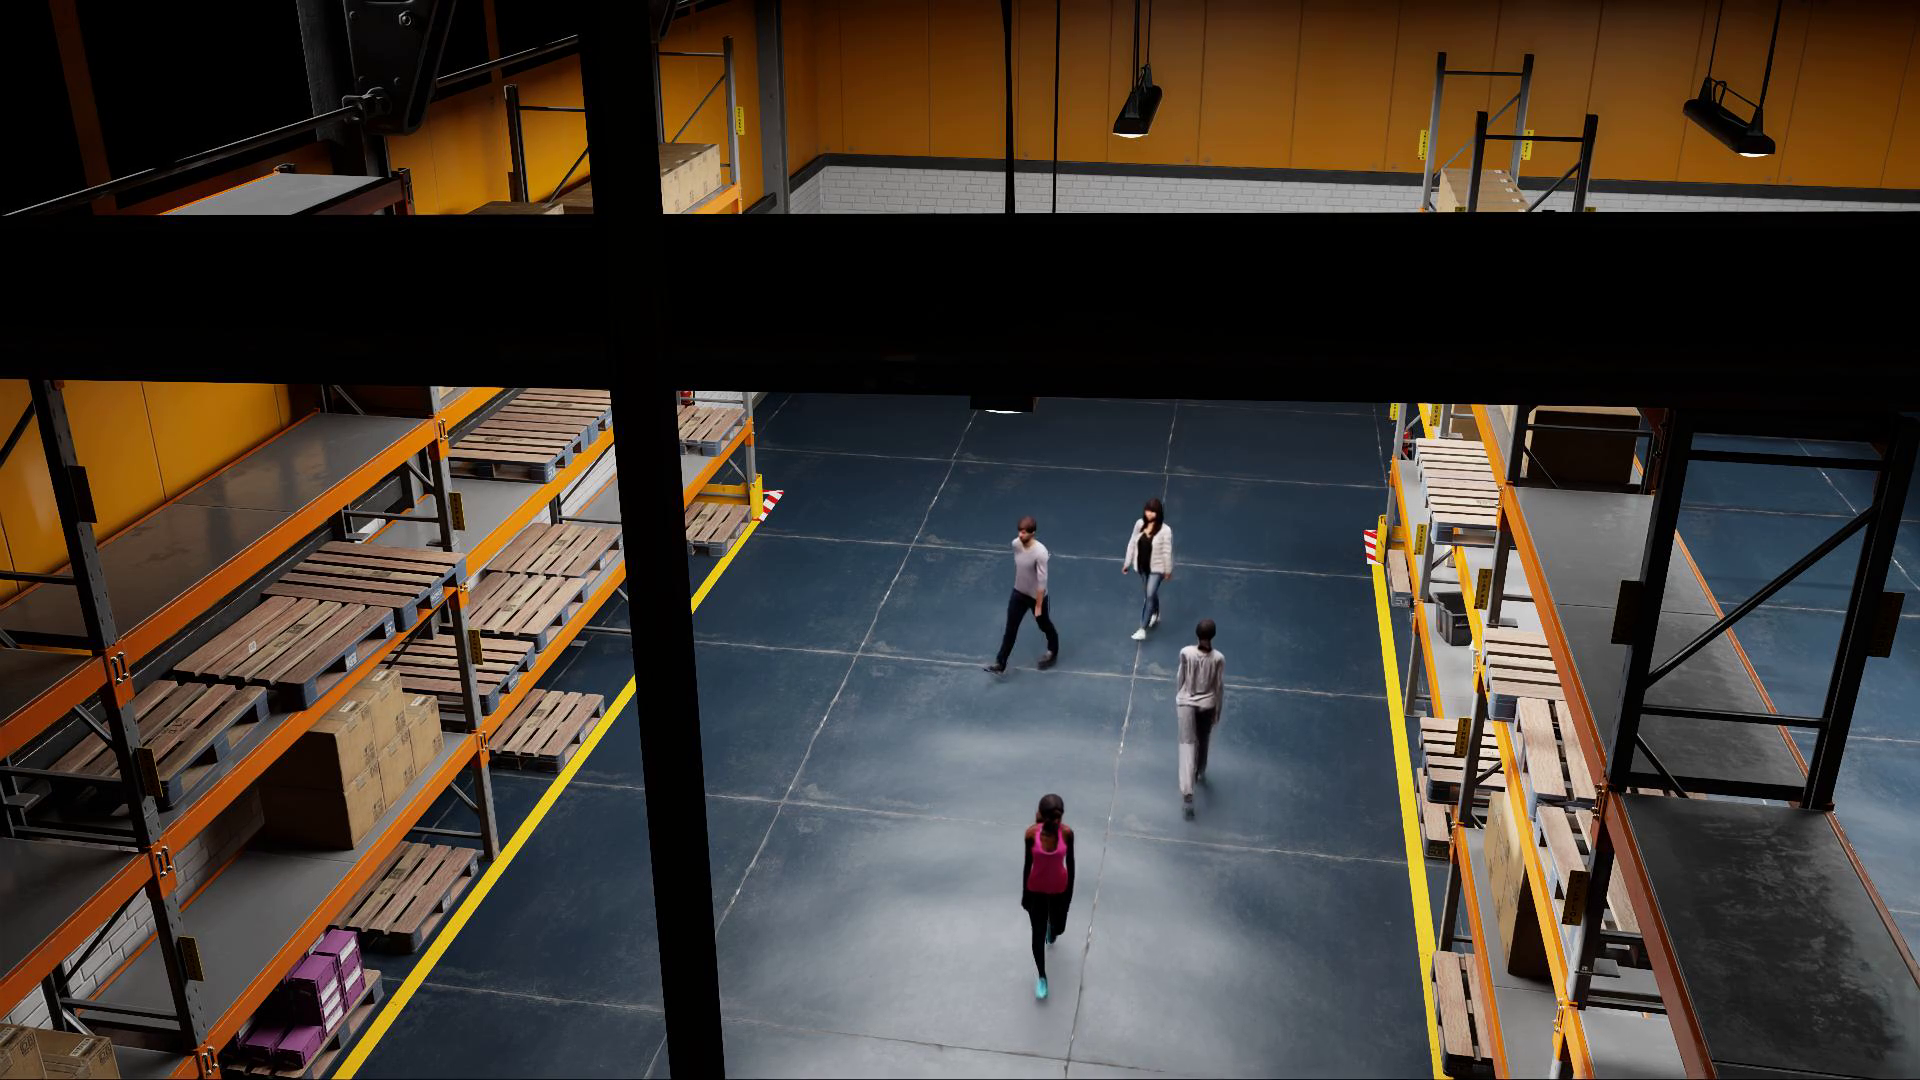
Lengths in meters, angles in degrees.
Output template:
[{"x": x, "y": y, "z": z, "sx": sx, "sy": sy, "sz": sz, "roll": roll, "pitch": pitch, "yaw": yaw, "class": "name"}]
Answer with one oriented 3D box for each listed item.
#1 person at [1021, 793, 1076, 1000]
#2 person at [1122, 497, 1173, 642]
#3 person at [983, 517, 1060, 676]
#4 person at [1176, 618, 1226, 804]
[{"x": 0.672, "y": 2.640, "z": 12.764, "sx": 0.646, "sy": 1.709, "sz": 0.975, "roll": 1, "pitch": 24, "yaw": 1, "class": "person"}, {"x": 2.140, "y": 0.265, "z": 18.326, "sx": 0.927, "sy": 1.604, "sz": 1.086, "roll": 19, "pitch": 30, "yaw": 37, "class": "person"}, {"x": 0.819, "y": 0.563, "z": 17.423, "sx": 1.324, "sy": 1.781, "sz": 1.152, "roll": -21, "pitch": 31, "yaw": -39, "class": "person"}, {"x": 2.154, "y": 1.568, "z": 15.176, "sx": 0.584, "sy": 1.740, "sz": 1.045, "roll": 4, "pitch": 24, "yaw": 10, "class": "person"}]
